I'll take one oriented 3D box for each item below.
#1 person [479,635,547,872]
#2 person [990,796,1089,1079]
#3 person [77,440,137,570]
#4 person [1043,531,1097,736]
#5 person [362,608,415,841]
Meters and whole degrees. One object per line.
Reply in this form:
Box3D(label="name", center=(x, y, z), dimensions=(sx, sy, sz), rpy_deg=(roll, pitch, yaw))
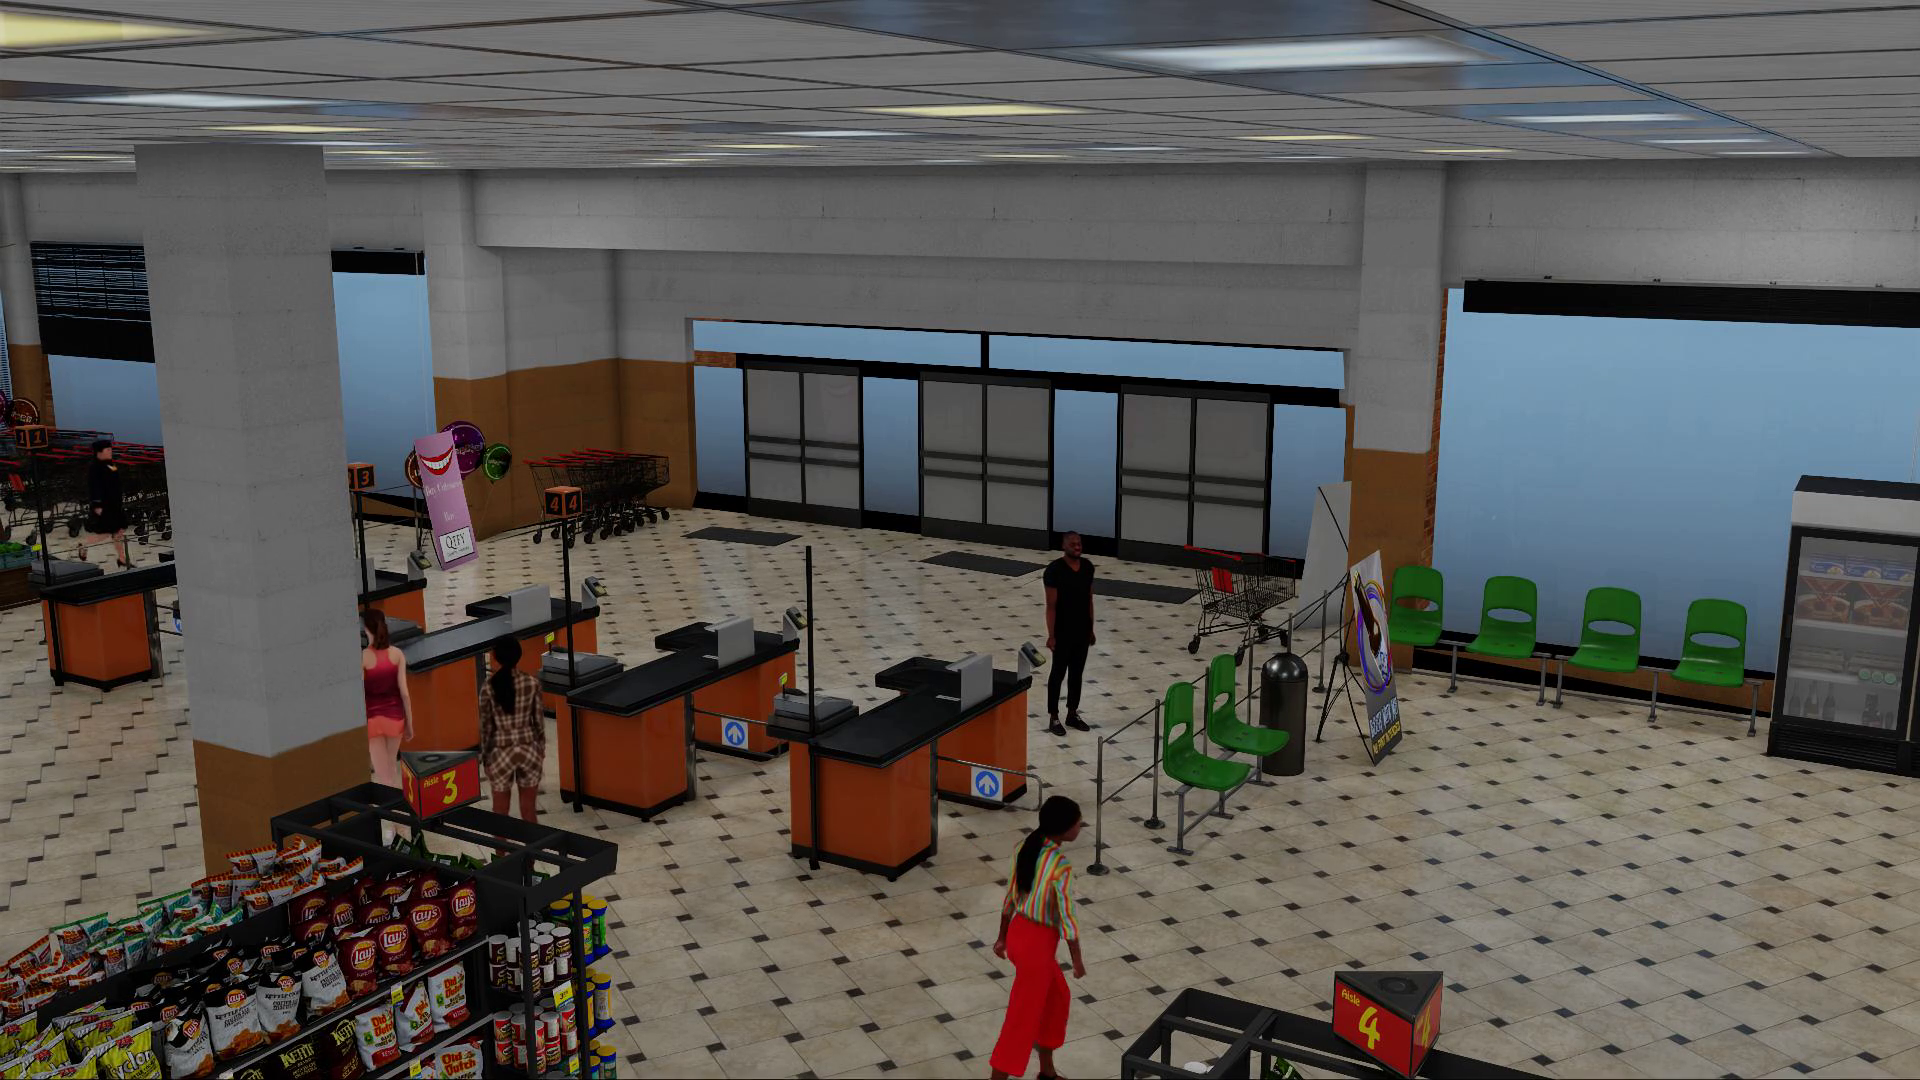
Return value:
Box3D(label="person", center=(-3.030, 1.522, 11.376), dimensions=(0.686, 1.791, 0.753), rpy_deg=(-4, 12, -17))
Box3D(label="person", center=(0.299, 2.169, 8.432), dimensions=(0.969, 1.739, 0.824), rpy_deg=(-10, 16, -40))
Box3D(label="person", center=(-10.809, -0.420, 20.932), dimensions=(0.985, 1.654, 1.017), rpy_deg=(1, 12, 6))
Box3D(label="person", center=(0.972, 0.803, 14.722), dimensions=(0.672, 1.819, 0.805), rpy_deg=(-7, 14, -30))
Box3D(label="person", center=(-4.205, 1.389, 12.190), dimensions=(1.075, 1.716, 0.867), rpy_deg=(-11, 16, -41))
